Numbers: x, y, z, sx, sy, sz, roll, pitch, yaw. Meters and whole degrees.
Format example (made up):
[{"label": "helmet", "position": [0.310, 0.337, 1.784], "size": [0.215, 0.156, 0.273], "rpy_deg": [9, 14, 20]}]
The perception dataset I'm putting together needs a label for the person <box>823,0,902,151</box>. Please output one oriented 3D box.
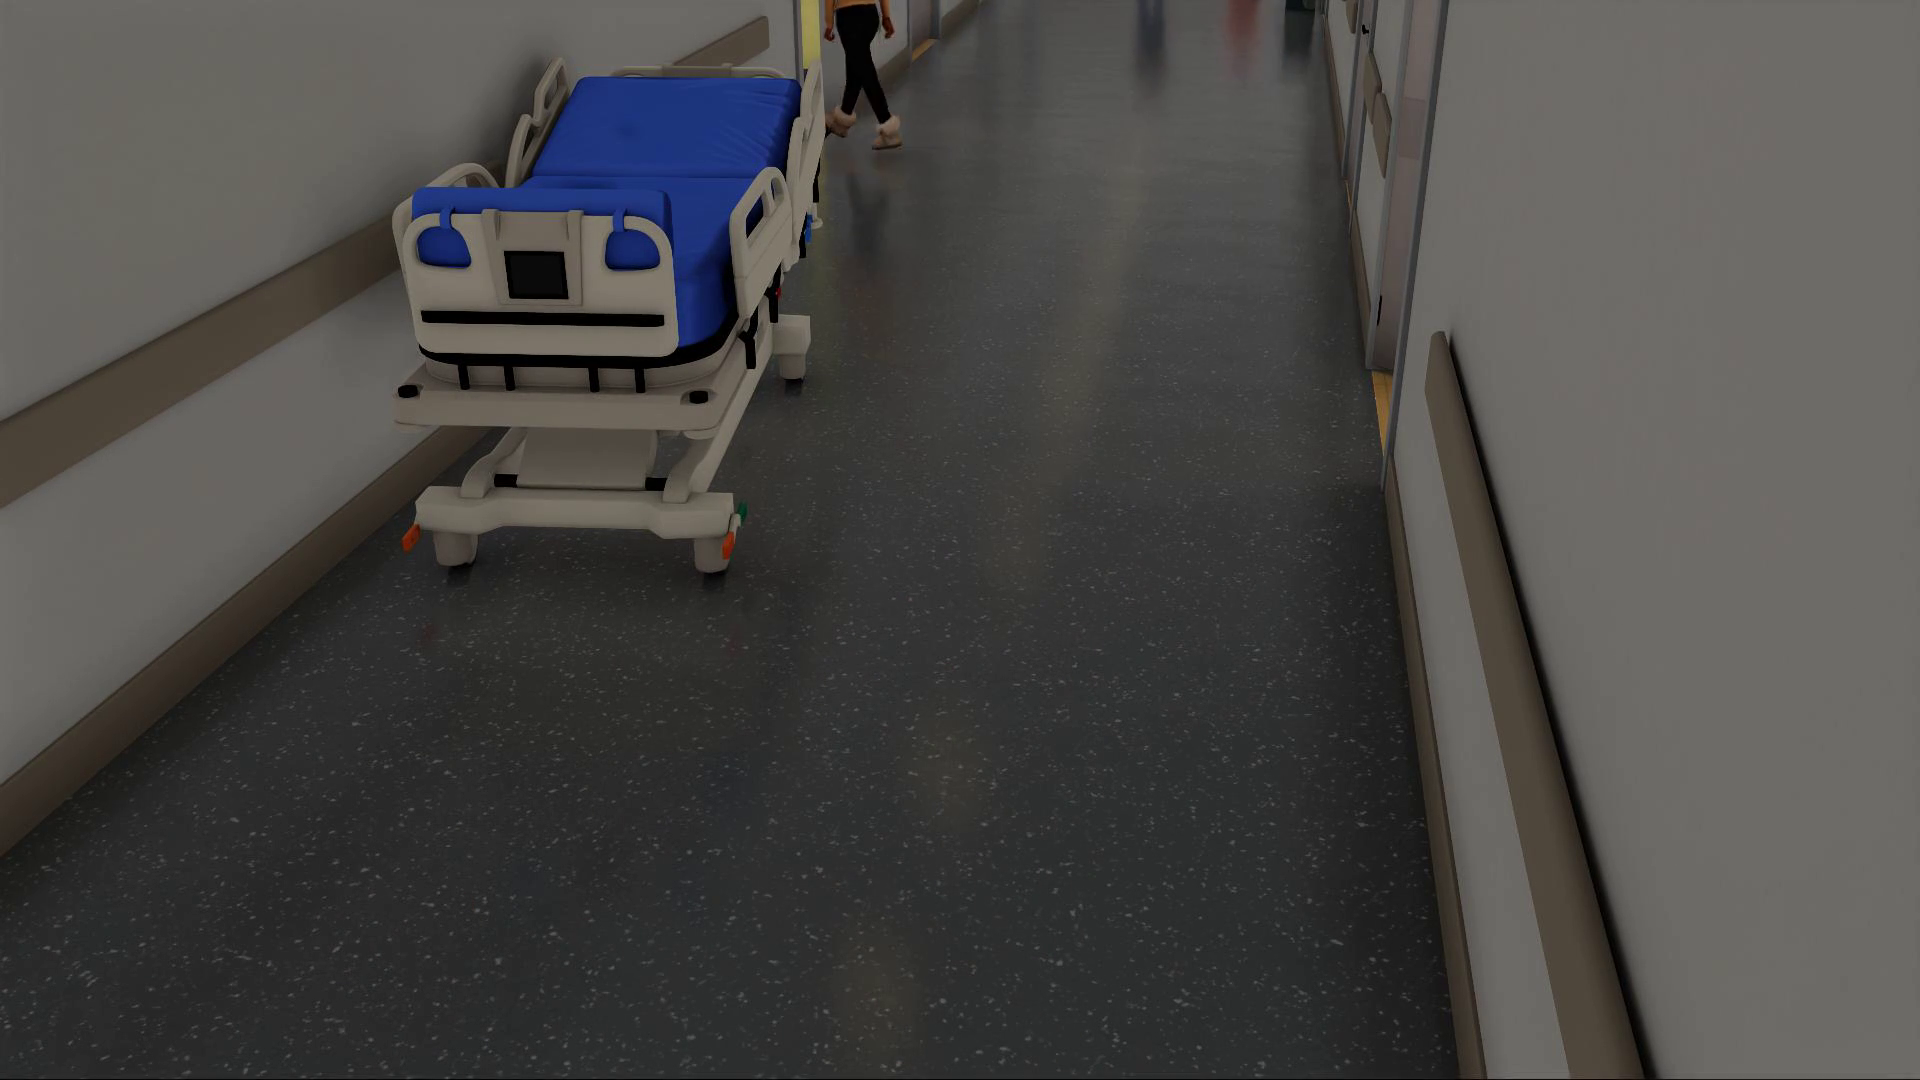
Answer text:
[{"label": "person", "position": [-0.614, -3.309, 10.710], "size": [1.030, 1.610, 1.194], "rpy_deg": [-21, 33, -37]}]
